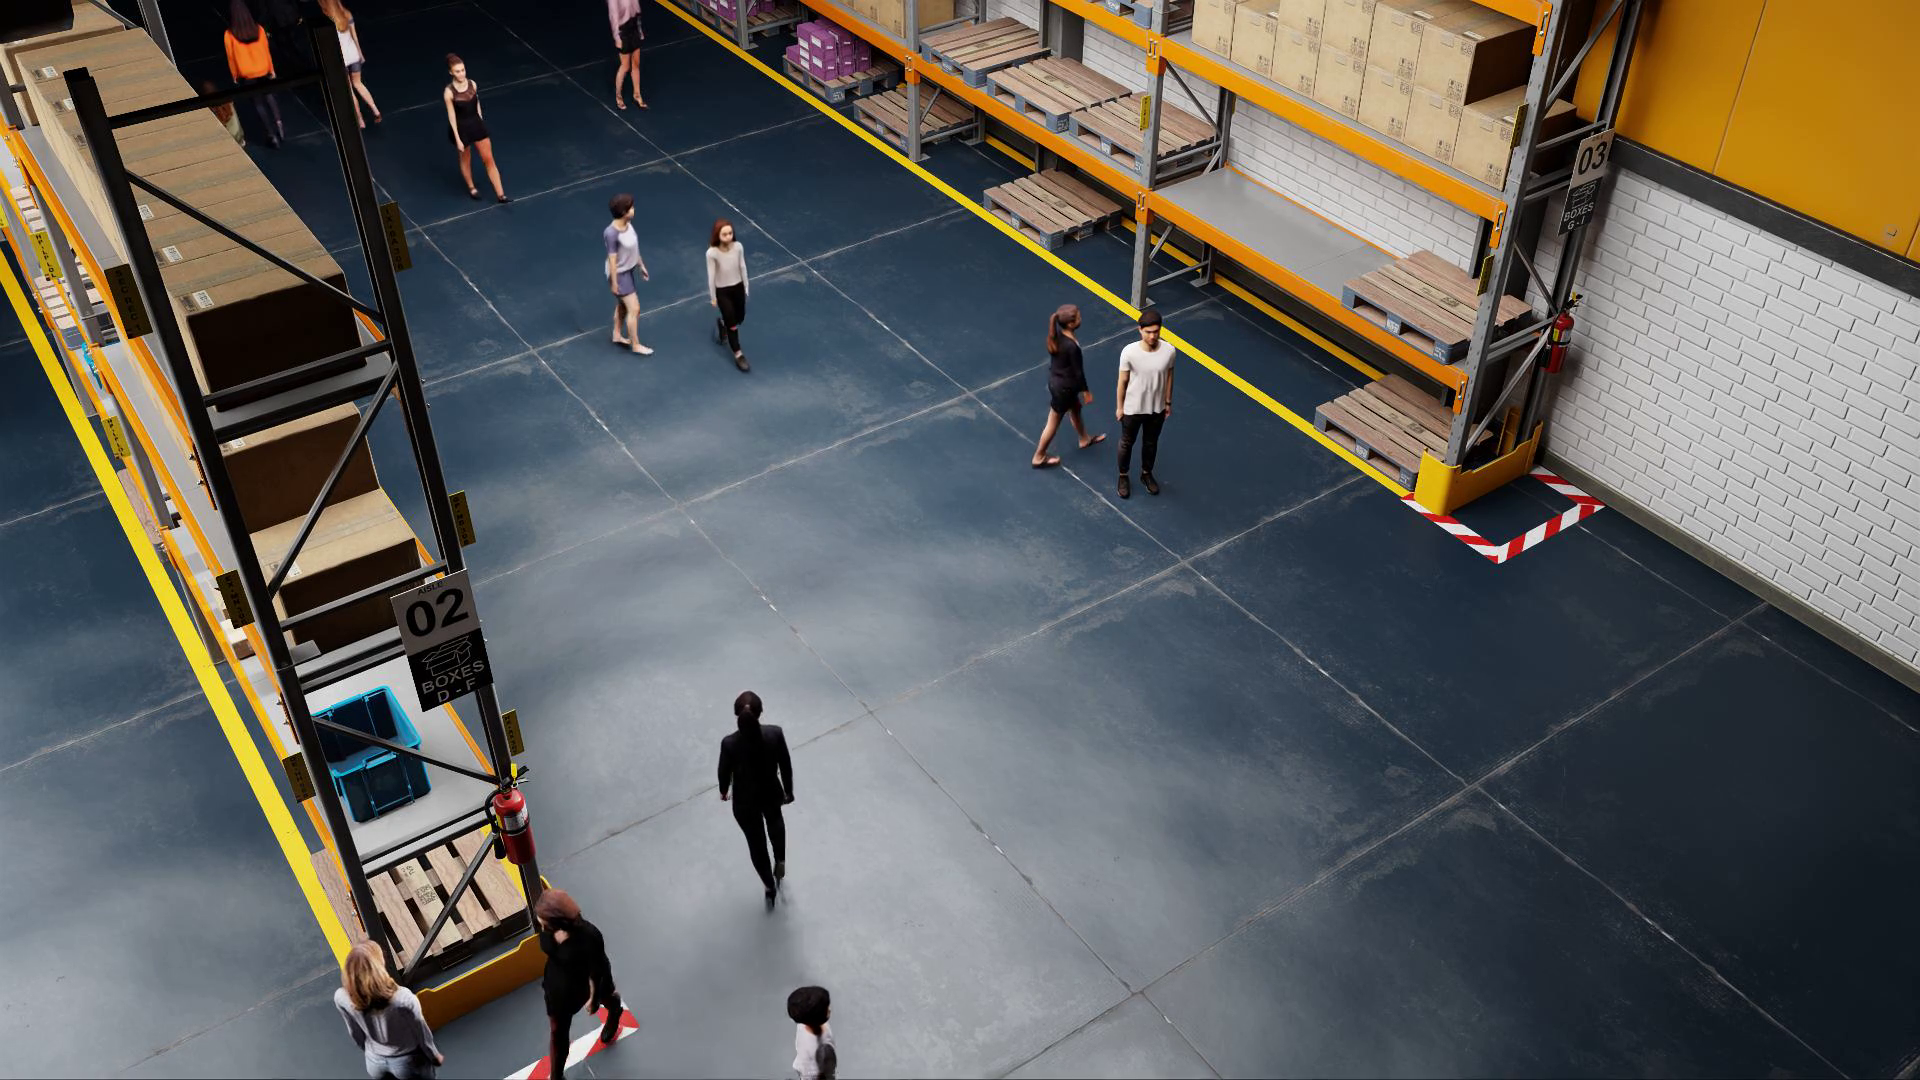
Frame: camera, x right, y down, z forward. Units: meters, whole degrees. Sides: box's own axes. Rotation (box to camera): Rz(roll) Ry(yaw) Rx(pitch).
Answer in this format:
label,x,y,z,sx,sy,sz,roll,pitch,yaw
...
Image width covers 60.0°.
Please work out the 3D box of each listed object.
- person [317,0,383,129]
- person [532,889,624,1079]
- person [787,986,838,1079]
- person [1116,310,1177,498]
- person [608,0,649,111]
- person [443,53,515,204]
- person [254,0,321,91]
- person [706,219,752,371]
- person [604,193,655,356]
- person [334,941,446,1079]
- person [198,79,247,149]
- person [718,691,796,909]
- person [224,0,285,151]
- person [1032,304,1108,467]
label,x,y,z,sx,sy,sz,roll,pitch,yaw
person,-7.047,-5.513,19.185,0.717,1.711,0.833,-32,48,-33
person,-2.081,2.389,9.334,1.075,1.656,1.065,14,41,17
person,-0.841,2.856,9.076,0.658,1.248,0.727,-13,40,-15
person,1.518,-1.142,13.702,0.700,1.722,0.683,-6,39,-8
person,-3.971,-5.976,19.683,0.764,1.812,0.745,20,43,23
person,-5.329,-4.424,17.868,0.698,1.652,0.995,-32,48,-33
person,-8.139,-6.241,20.043,0.915,1.776,0.852,27,46,29
person,-2.162,-2.318,15.376,0.546,1.470,0.873,-23,44,-26
person,-3.228,-2.515,15.571,0.866,1.534,0.806,10,40,12
person,-2.960,2.743,8.780,0.662,1.794,0.714,5,39,6
person,-7.789,-4.189,17.727,0.648,1.461,0.925,-30,48,-32
person,-1.218,1.653,10.222,0.650,1.698,0.670,-15,41,-18
person,-7.939,-5.247,18.828,0.673,1.740,0.681,28,46,31
person,0.799,-1.274,14.026,0.797,1.524,0.948,-9,40,-12
